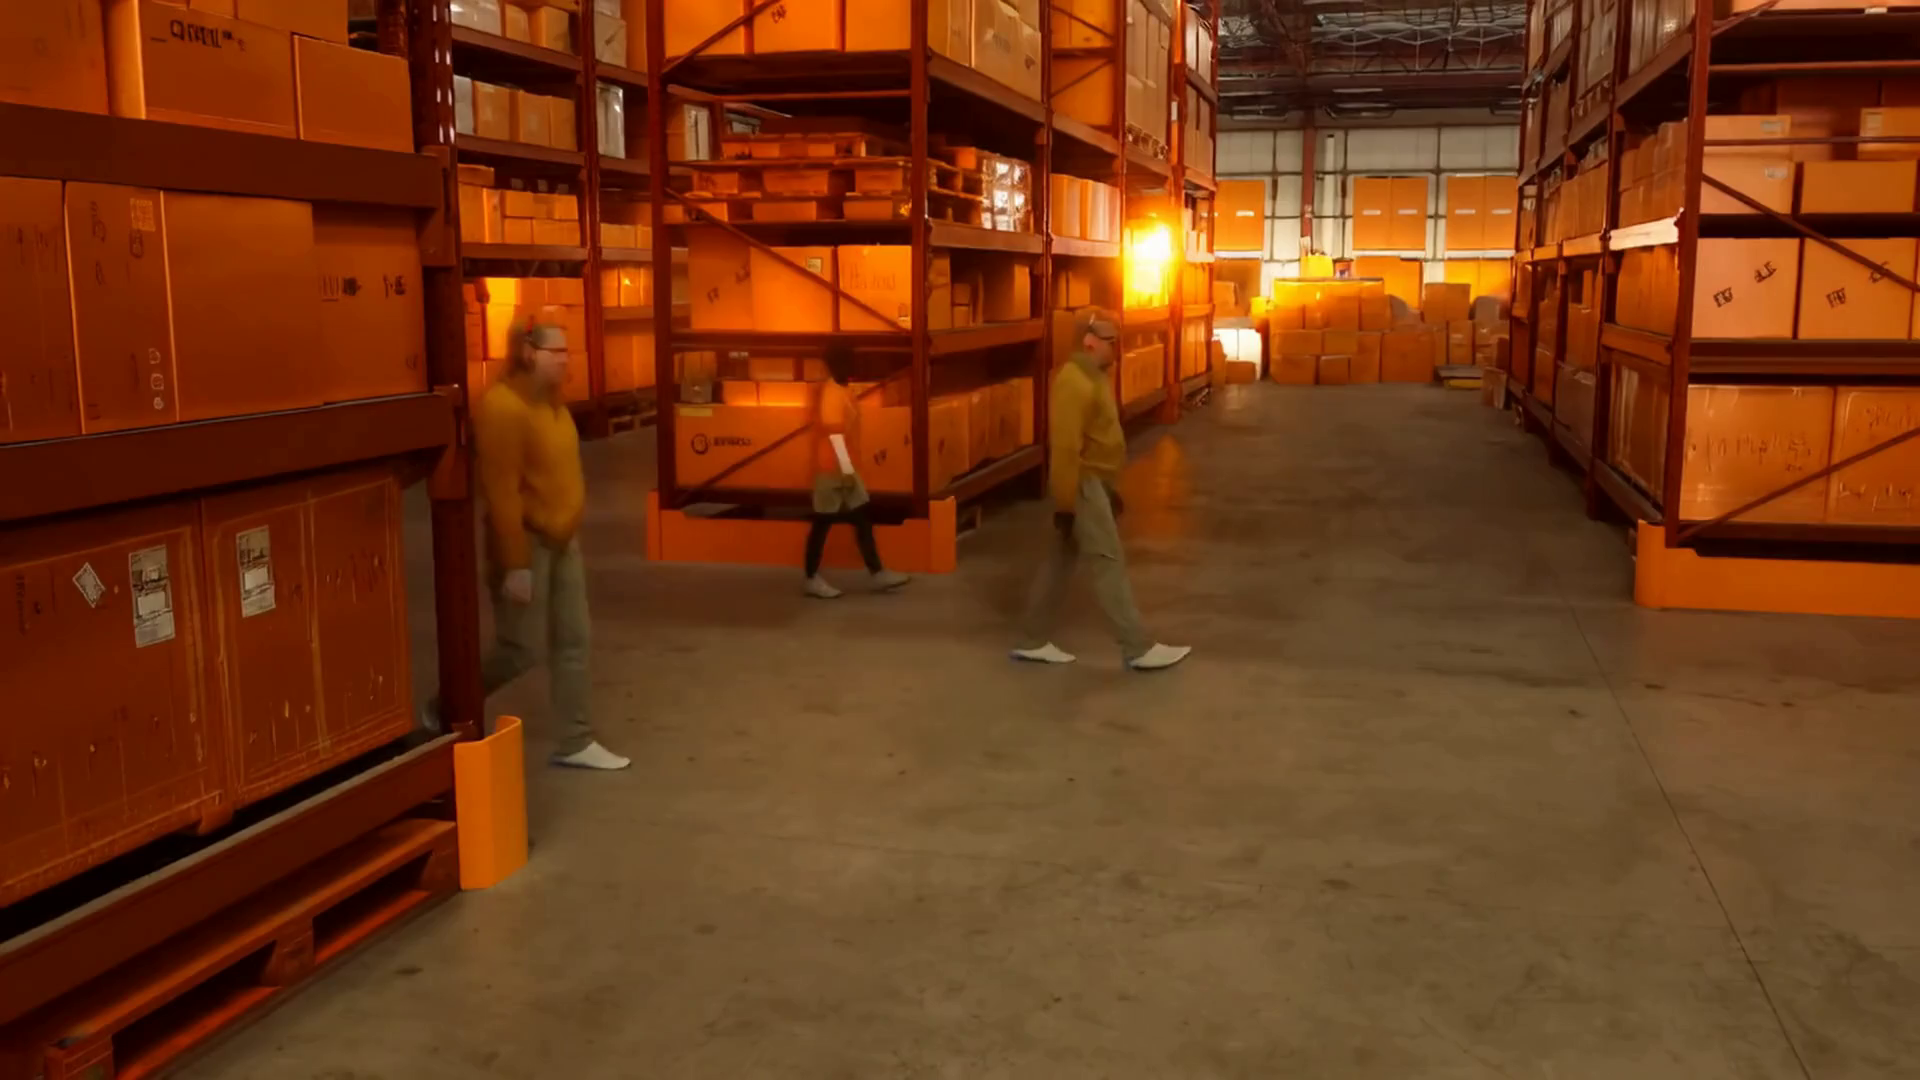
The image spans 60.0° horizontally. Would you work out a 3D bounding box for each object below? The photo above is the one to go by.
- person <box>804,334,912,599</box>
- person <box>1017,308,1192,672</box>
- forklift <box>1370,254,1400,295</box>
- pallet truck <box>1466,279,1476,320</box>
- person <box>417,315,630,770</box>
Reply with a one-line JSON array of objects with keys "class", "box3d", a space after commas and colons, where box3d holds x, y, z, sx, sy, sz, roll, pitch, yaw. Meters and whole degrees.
[{"class": "person", "box3d": [-0.647, -0.442, 10.399, 0.771, 1.663, 0.555, 1, 9, 8]}, {"class": "person", "box3d": [0.736, -0.250, 8.571, 0.963, 1.857, 0.664, 1, 9, 9]}, {"class": "forklift", "box3d": [14.380, -8.296, 56.477, 1.129, 2.768, 1.873, -2, 9, -11]}, {"class": "pallet truck", "box3d": [18.896, -8.459, 60.307, 1.885, 1.965, 0.823, 5, 10, 31]}, {"class": "person", "box3d": [-1.796, 0.031, 6.745, 0.763, 1.880, 0.651, 2, 9, 14]}]
